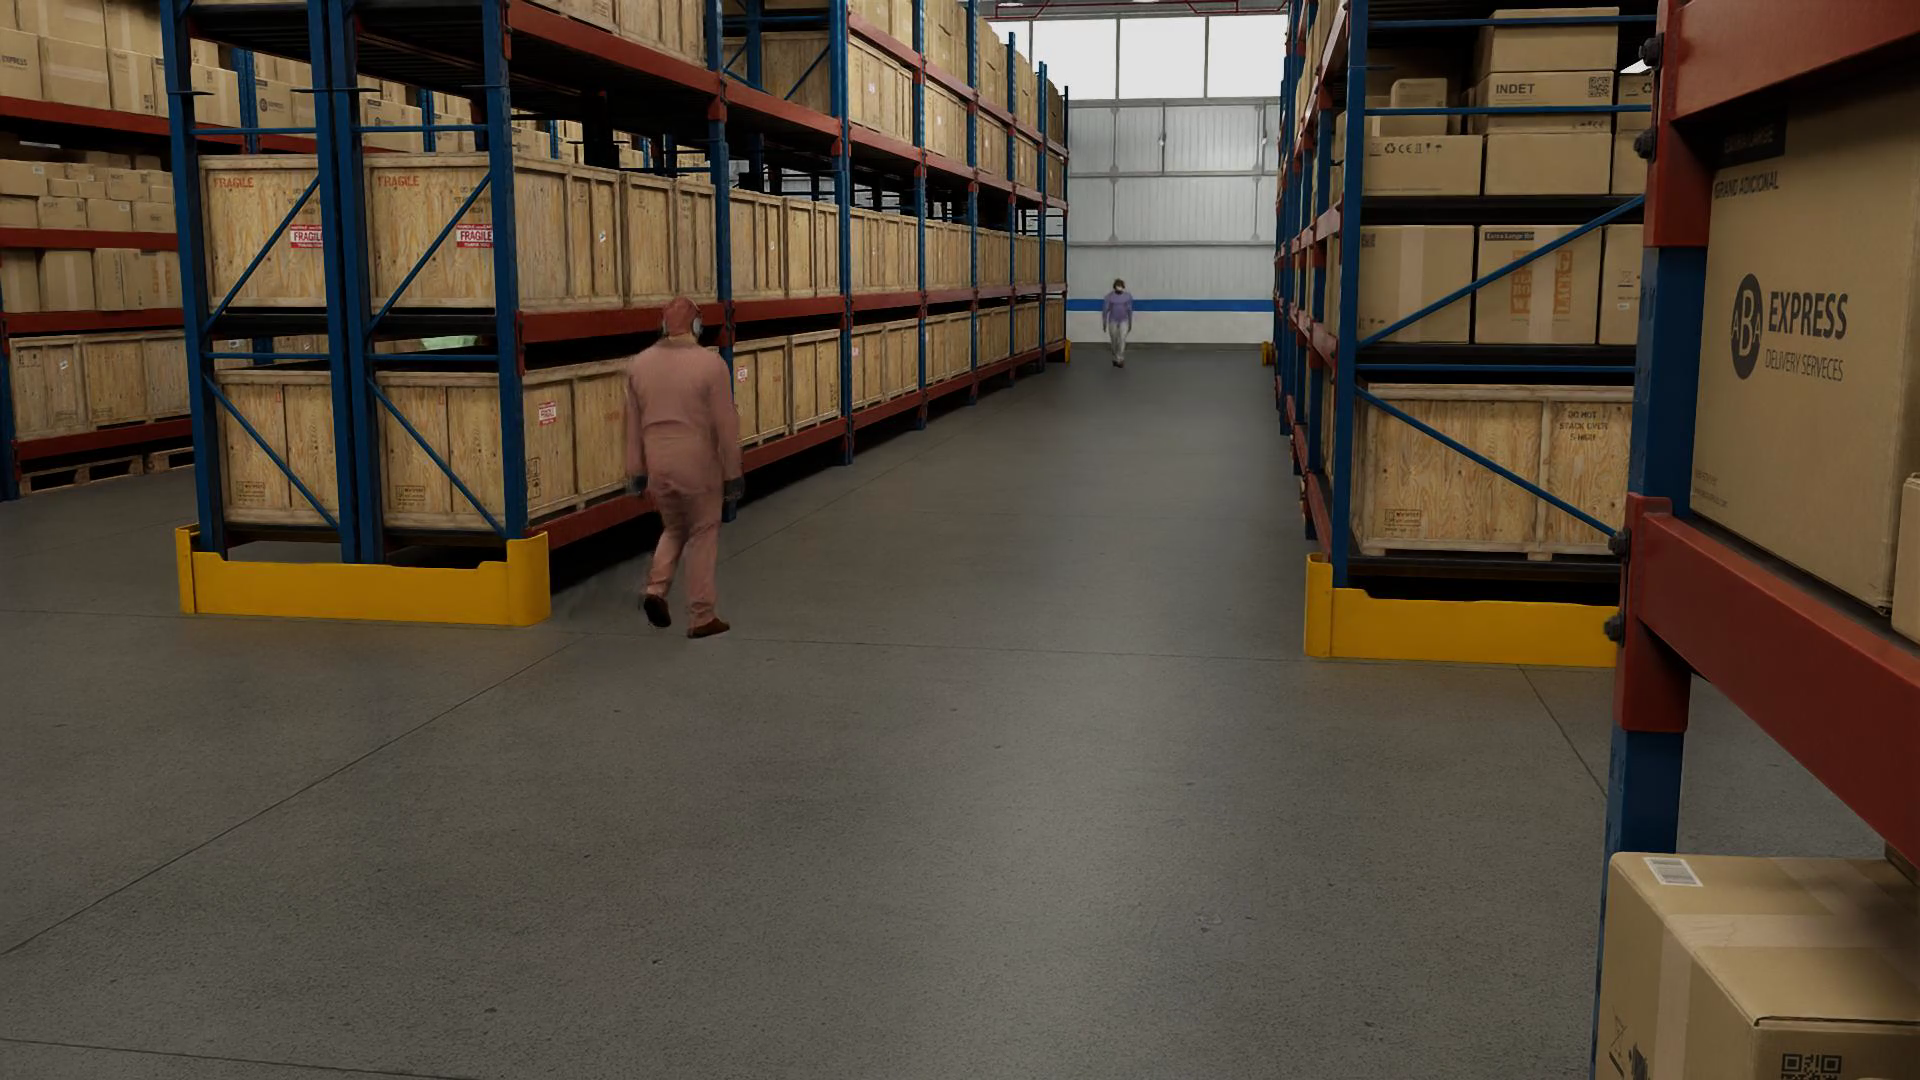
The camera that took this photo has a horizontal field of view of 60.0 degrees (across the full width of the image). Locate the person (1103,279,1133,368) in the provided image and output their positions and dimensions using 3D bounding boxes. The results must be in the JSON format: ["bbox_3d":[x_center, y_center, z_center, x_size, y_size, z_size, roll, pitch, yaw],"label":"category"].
[{"bbox_3d":[3.342,-4.598,35.301,0.638,1.897,1.005,0,9,1],"label":"person"}]

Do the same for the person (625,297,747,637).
[{"bbox_3d":[-1.521,-0.400,9.249,0.676,1.885,0.451,4,10,25],"label":"person"}]

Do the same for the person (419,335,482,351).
[{"bbox_3d":[-4.558,-1.301,14.969,0.564,1.842,0.392,-1,9,-6],"label":"person"}]
